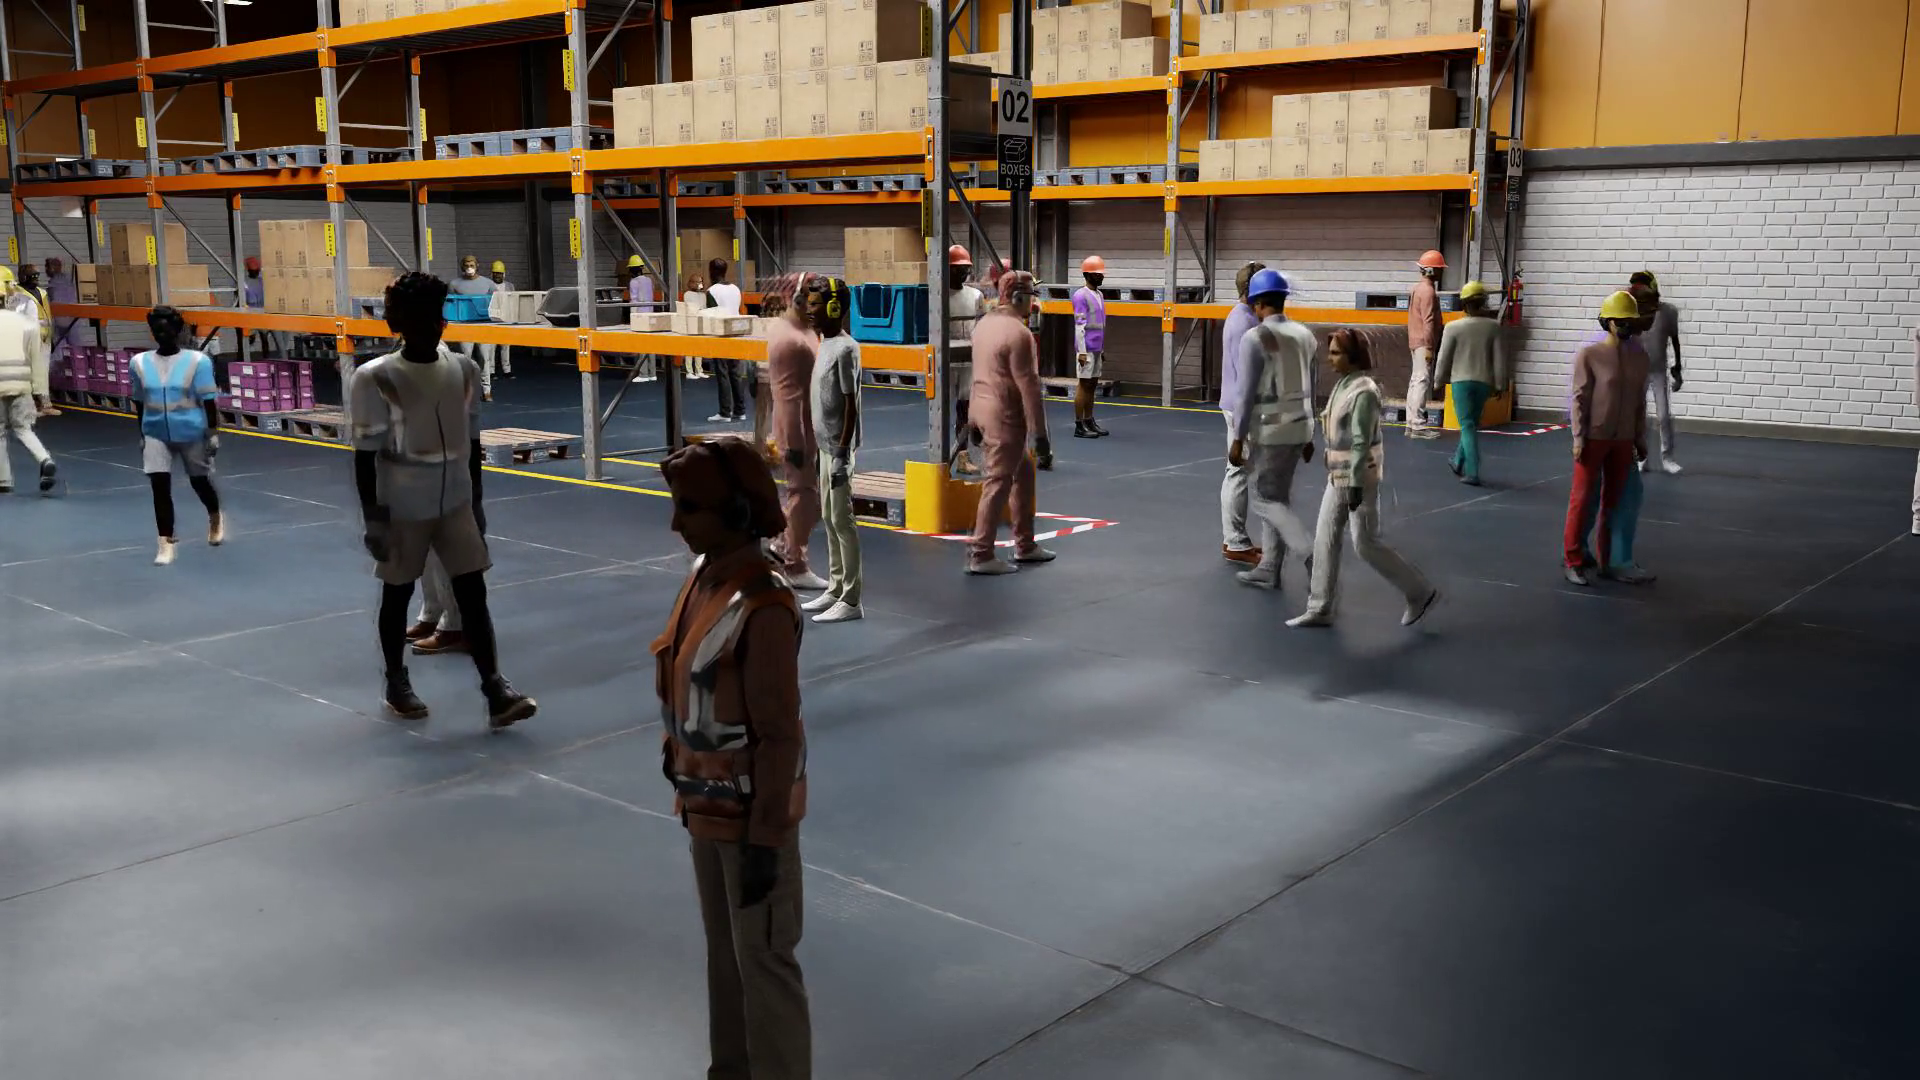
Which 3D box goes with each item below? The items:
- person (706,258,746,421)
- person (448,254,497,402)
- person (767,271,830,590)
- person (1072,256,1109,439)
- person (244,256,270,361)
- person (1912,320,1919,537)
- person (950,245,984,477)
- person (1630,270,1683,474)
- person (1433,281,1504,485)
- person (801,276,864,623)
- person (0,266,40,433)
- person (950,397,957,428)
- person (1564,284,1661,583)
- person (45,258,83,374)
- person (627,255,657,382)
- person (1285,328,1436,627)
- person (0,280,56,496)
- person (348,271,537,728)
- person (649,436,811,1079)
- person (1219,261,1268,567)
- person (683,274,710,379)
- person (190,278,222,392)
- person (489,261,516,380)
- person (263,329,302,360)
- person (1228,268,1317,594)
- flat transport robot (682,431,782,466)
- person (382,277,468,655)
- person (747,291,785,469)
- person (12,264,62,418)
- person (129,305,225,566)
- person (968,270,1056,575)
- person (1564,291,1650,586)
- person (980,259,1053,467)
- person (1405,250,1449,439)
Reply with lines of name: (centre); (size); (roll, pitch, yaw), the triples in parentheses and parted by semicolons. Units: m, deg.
person: (-2.760, -2.342, 19.508); (0.405, 1.909, 0.589); (5, 11, 27)
person: (-6.385, -2.768, 21.833); (0.636, 1.938, 0.355); (-3, 10, -18)
person: (-0.896, -0.637, 9.830); (0.437, 1.886, 0.658); (1, 10, 3)
person: (1.414, -2.058, 17.793); (0.357, 1.937, 0.551); (5, 11, 28)
person: (-11.683, -3.746, 27.521); (0.552, 1.899, 0.734); (-8, 13, -39)
person: (6.905, -0.934, 11.488); (0.410, 1.906, 0.642); (-4, 11, -20)
person: (-0.035, -1.579, 14.755); (0.607, 2.048, 0.370); (-6, 12, -30)
person: (6.152, -1.490, 14.865); (0.566, 1.829, 0.460); (4, 11, 23)
person: (4.375, -1.368, 14.437); (0.551, 1.721, 0.869); (-2, 10, -9)
person: (-0.698, -0.486, 9.037); (0.328, 1.872, 0.514); (-3, 11, -19)
person: (-10.374, -2.070, 18.156); (0.601, 1.831, 0.404); (-1, 10, -8)
person: (-0.129, -2.073, 18.773); (0.503, 1.623, 0.299); (4, 11, 24)
person: (4.052, -0.654, 10.206); (0.614, 1.806, 0.659); (4, 11, 20)
person: (-13.536, -3.267, 24.878); (0.933, 1.862, 0.676); (-1, 10, -7)
person: (-4.852, -3.352, 25.229); (0.401, 1.919, 0.588); (3, 11, 19)
person: (2.145, -0.311, 8.782); (0.723, 1.614, 0.521); (-1, 10, -6)
person: (-7.699, -1.230, 13.463); (0.630, 1.811, 0.595); (6, 12, 32)
person: (-2.183, -0.142, 6.931); (0.646, 1.913, 0.989); (-10, 14, -44)
person: (-0.479, 0.591, 3.558); (0.308, 1.640, 0.511); (-5, 11, -27)
person: (1.849, -0.808, 10.673); (0.372, 1.940, 0.630); (1, 10, 7)
person: (-4.095, -3.313, 25.832); (0.281, 1.625, 0.493); (7, 12, 35)
person: (-10.273, -2.784, 22.604); (0.315, 1.698, 0.541); (2, 10, 12)
person: (-7.092, -3.379, 25.625); (0.591, 1.829, 0.404); (-9, 14, -42)
person: (-10.266, -3.189, 25.232); (0.878, 1.569, 0.514); (7, 12, 34)
person: (1.909, -0.610, 9.628); (0.628, 1.911, 0.702); (-9, 14, -43)
flat transport robot: (-2.014, -0.889, 15.877); (1.431, 0.197, 0.652); (8, 13, 40)
person: (-2.687, -0.373, 8.347); (0.337, 1.883, 0.584); (-7, 12, -34)
person: (-1.689, -1.424, 15.051); (0.514, 1.634, 0.311); (-6, 12, -30)
person: (-11.105, -2.384, 19.953); (0.429, 1.836, 0.629); (1, 10, 8)
person: (-5.095, -0.706, 10.883); (0.536, 1.673, 0.773); (-1, 10, -8)
person: (0.396, -0.723, 10.338); (0.800, 1.876, 0.685); (-4, 11, -20)
person: (3.910, -0.607, 10.018); (0.523, 1.769, 0.322); (-3, 10, -15)
person: (0.538, -1.641, 15.455); (0.628, 1.937, 1.038); (-5, 11, -28)
person: (4.979, -2.081, 17.759); (0.389, 1.992, 0.625); (1, 10, 5)
